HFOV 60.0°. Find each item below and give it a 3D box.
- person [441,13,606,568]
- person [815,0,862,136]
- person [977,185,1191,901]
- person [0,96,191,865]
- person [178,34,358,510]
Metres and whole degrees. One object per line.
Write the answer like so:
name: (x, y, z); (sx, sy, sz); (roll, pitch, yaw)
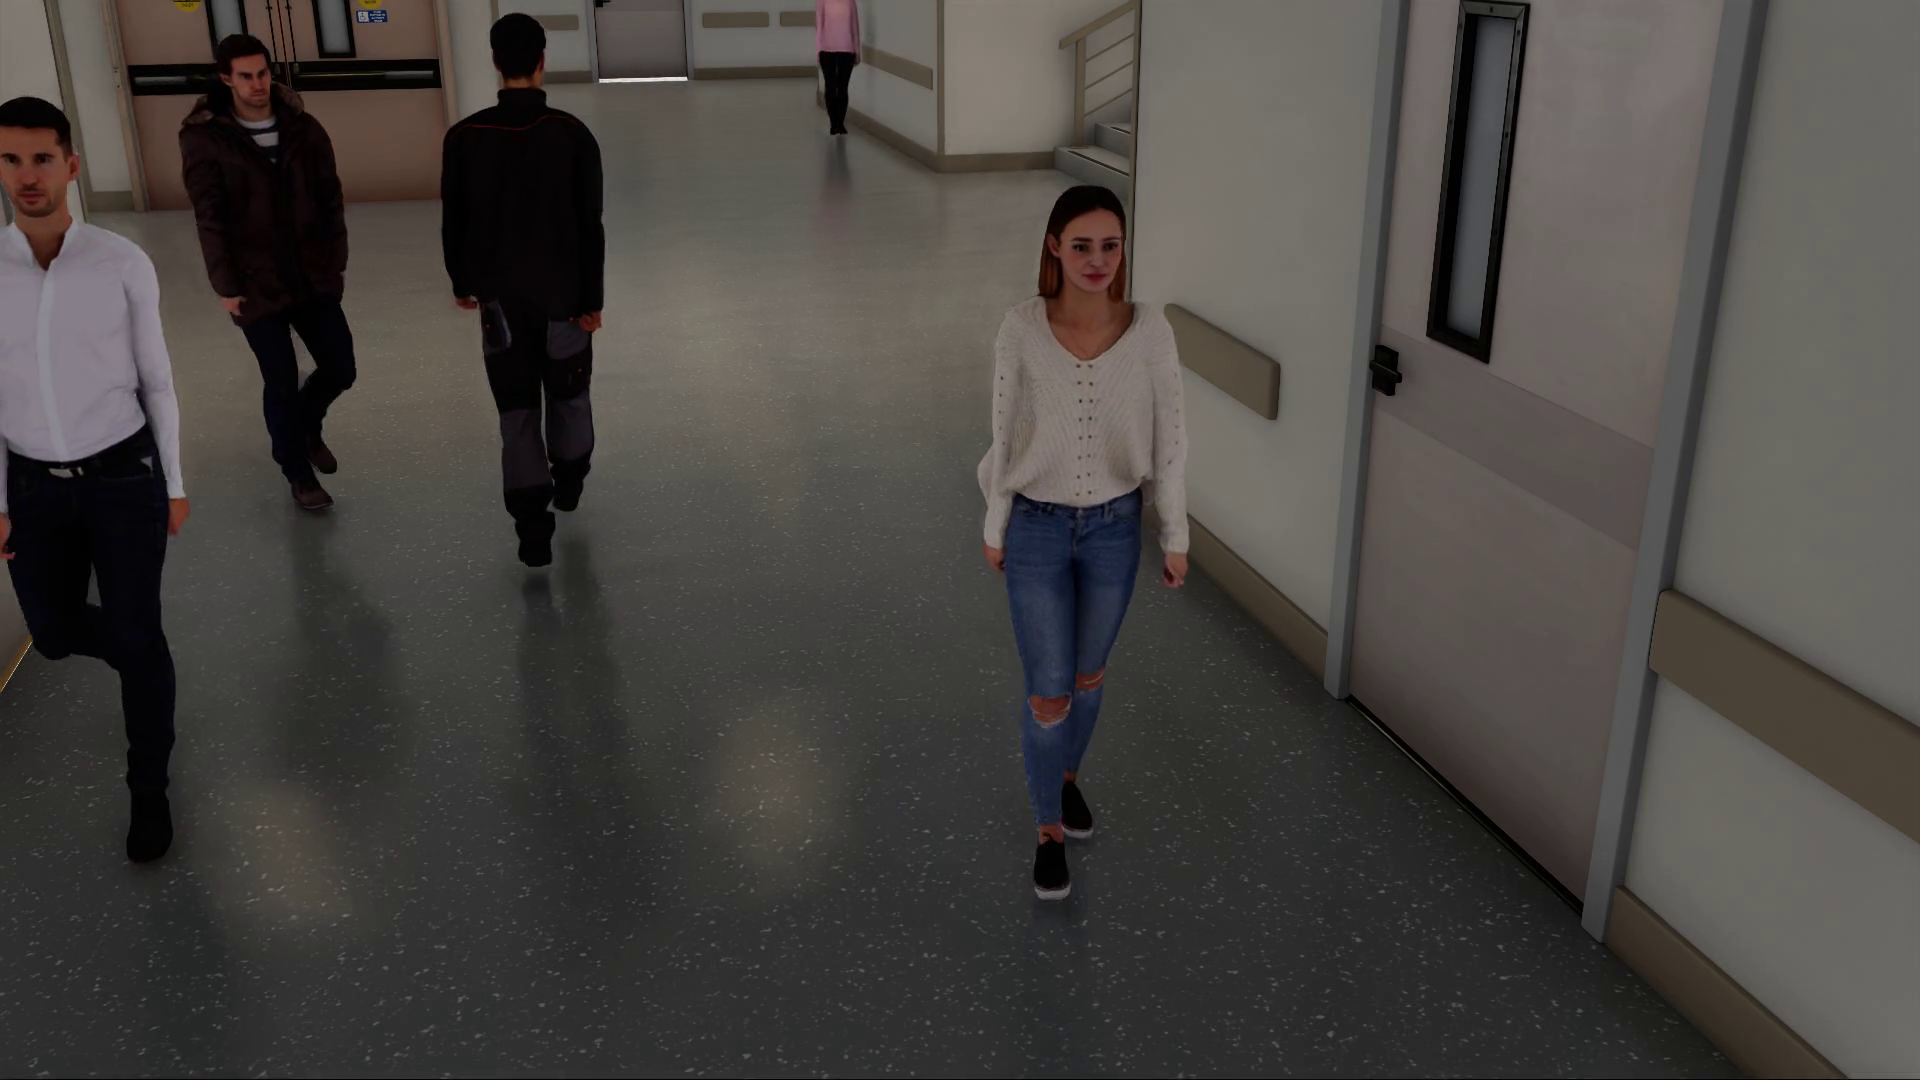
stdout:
person: (-1.525, -0.819, 5.878); (1.193, 1.885, 0.833); (-4, 21, -11)
person: (-1.313, -5.150, 17.614); (0.691, 1.671, 0.681); (-5, 21, -12)
person: (0.265, -0.030, 4.096); (0.785, 1.672, 0.773); (-2, 21, -5)
person: (-2.208, -0.169, 4.224); (1.002, 1.842, 0.712); (-5, 21, -12)
person: (-2.715, -1.039, 6.538); (0.878, 1.830, 0.964); (-19, 28, -40)
